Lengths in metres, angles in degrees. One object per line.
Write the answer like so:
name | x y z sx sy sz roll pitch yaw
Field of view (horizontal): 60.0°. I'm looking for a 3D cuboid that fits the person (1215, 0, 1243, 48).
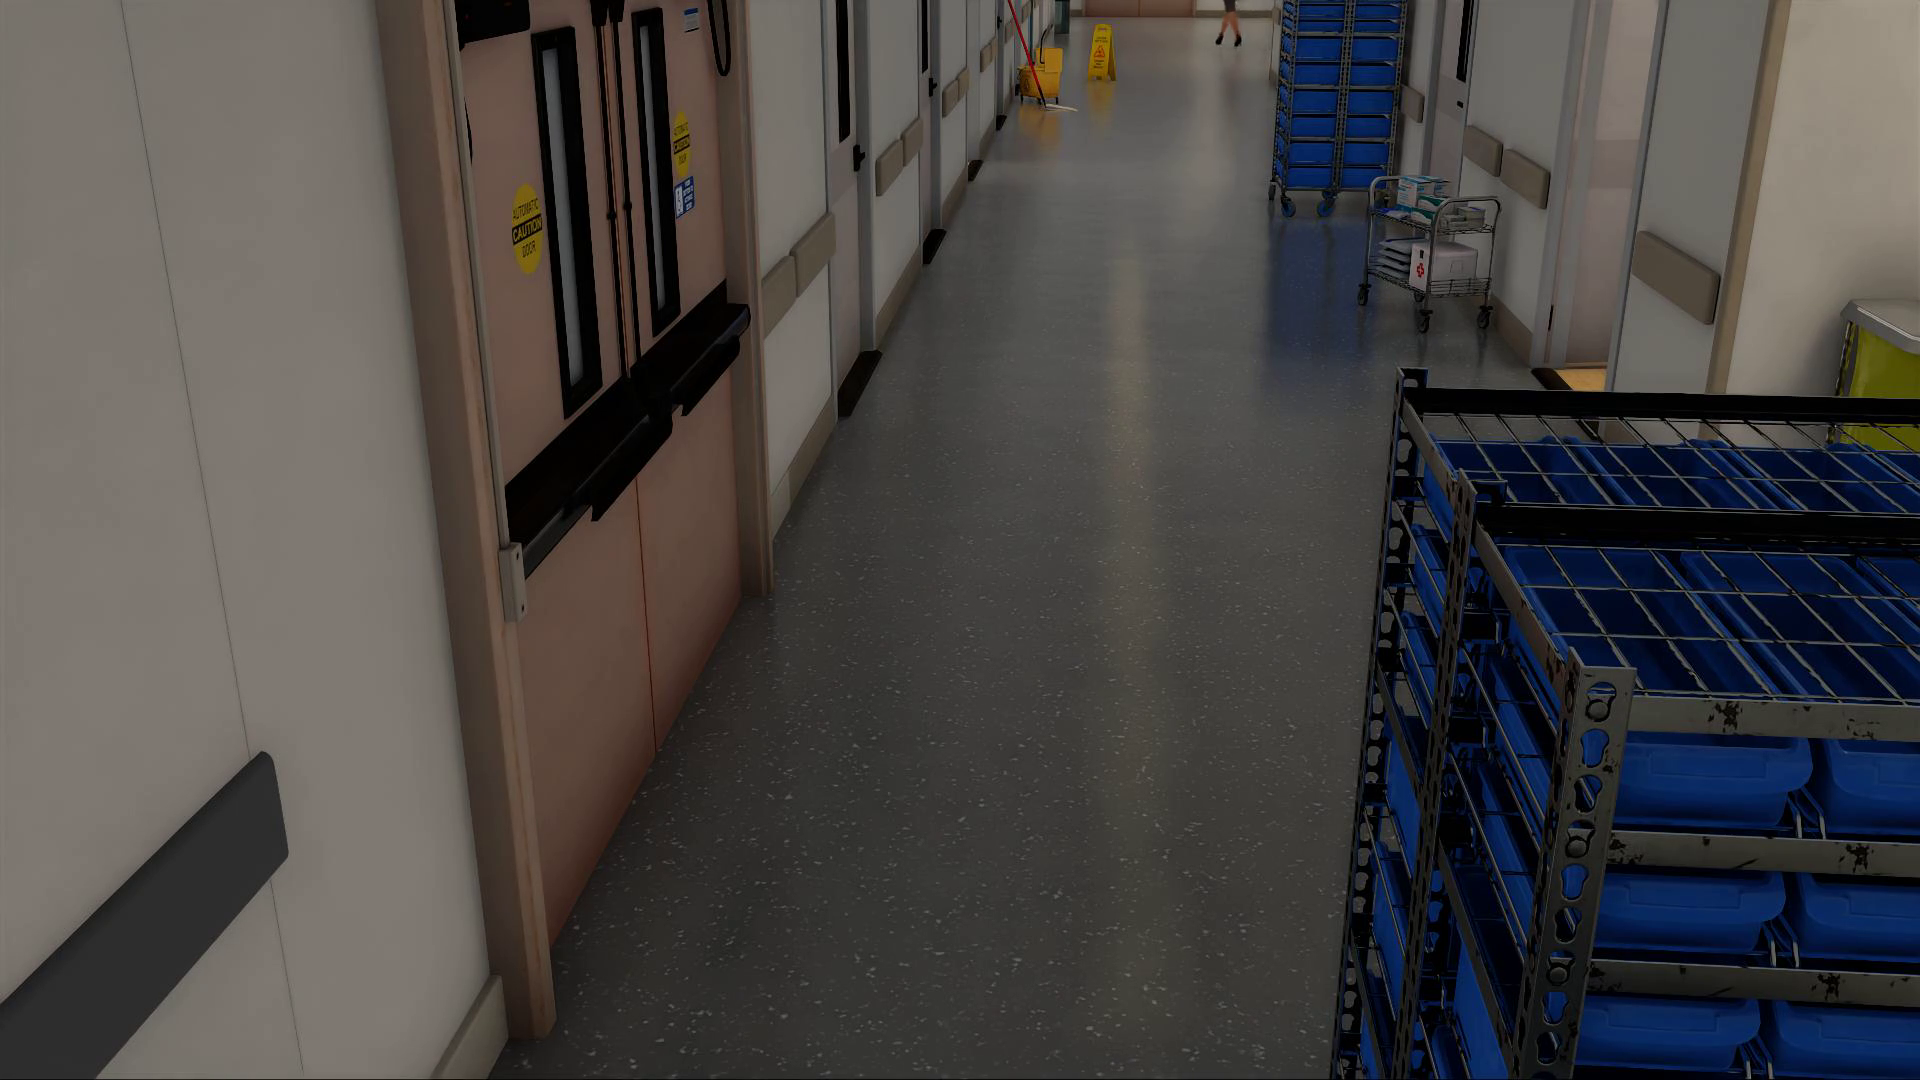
person | 4.610 -9.207 28.118 0.962 1.791 1.222 -7 22 -19
